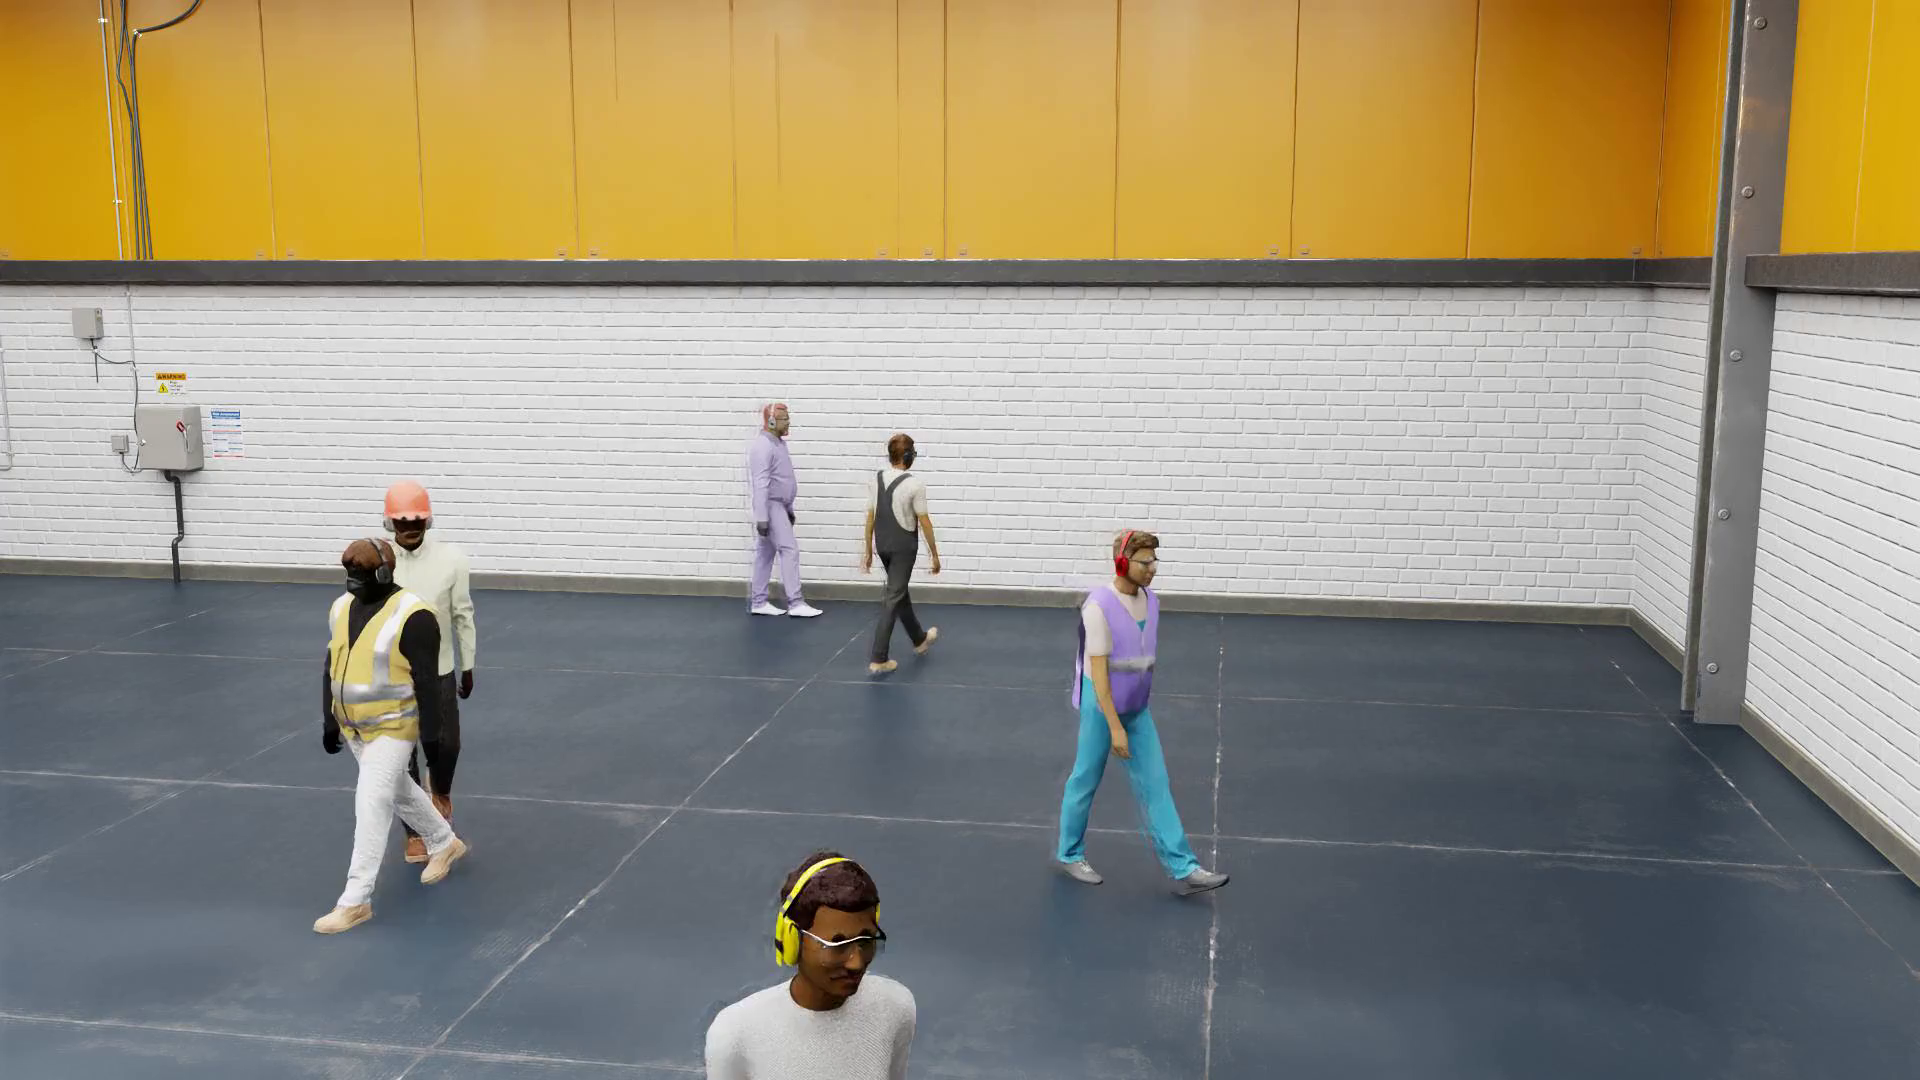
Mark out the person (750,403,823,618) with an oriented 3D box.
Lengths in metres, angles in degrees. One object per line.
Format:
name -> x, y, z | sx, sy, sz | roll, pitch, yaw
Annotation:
person -> -1.492, -0.249, 14.496 | 0.785, 1.881, 0.673 | 0, 9, 1

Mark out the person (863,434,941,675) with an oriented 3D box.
person -> -0.397, 0.088, 12.693 | 0.541, 1.795, 0.954 | 7, 12, 38

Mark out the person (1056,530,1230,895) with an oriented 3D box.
person -> 0.845, 0.851, 8.025 | 0.980, 1.789, 0.572 | 9, 13, 43

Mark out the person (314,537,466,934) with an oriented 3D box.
person -> -2.735, 0.862, 7.933 | 0.639, 1.802, 0.949 | 6, 11, 31

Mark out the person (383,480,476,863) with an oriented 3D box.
person -> -2.847, 0.653, 8.667 | 0.628, 1.978, 0.570 | -4, 10, -21

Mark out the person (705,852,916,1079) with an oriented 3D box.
person -> -0.354, 1.549, 3.634 | 0.556, 1.831, 0.872 | -4, 10, -25
